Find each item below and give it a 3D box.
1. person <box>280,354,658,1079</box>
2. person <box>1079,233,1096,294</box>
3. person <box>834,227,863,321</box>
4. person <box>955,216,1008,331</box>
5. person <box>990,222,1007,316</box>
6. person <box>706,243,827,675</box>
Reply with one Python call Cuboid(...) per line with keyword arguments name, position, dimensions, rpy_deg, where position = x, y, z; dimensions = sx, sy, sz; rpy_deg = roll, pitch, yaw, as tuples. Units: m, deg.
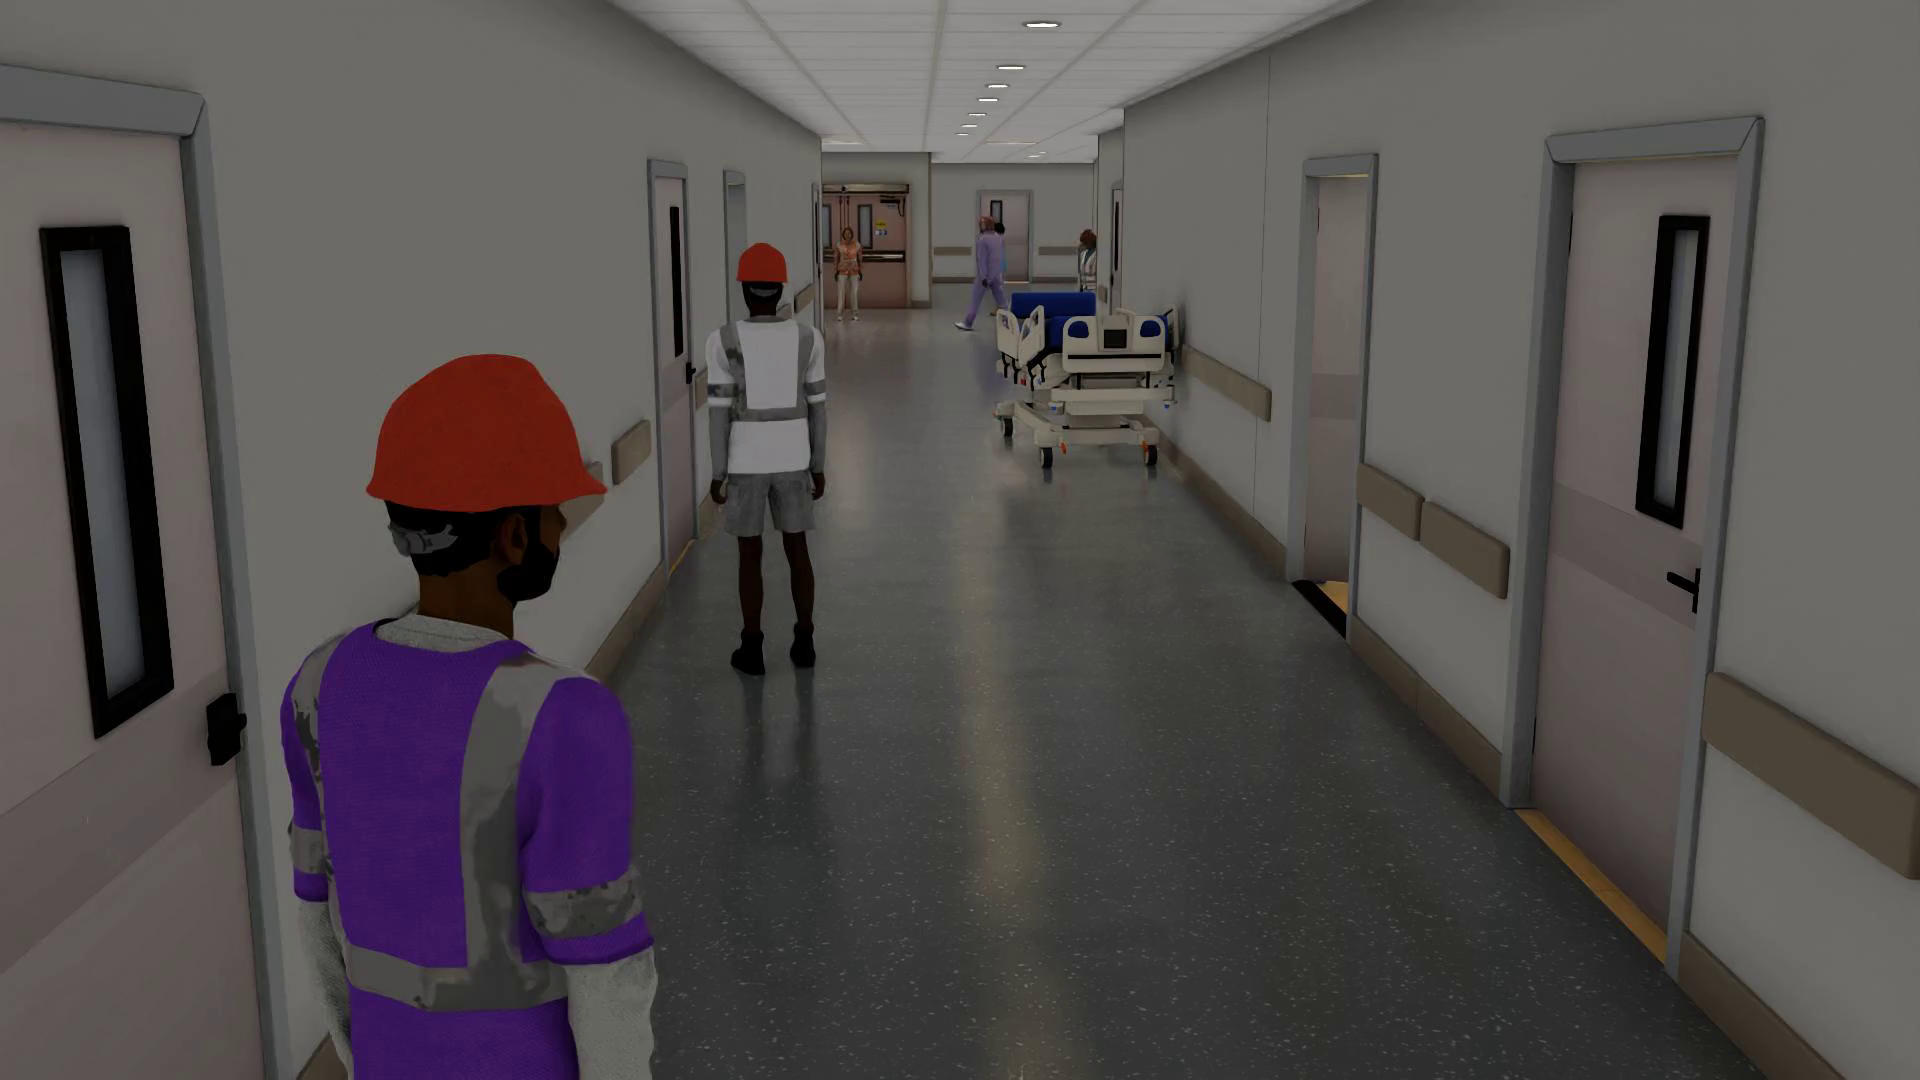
Cuboid(name="person", position=(-0.606, 0.725, 2.215), dimensions=(0.548, 1.936, 0.378), rpy_deg=(7, 13, 29))
Cuboid(name="person", position=(1.958, -3.727, 24.676), dimensions=(0.323, 1.630, 0.503), rpy_deg=(-7, 14, -31))
Cuboid(name="person", position=(-1.968, -4.685, 29.306), dimensions=(0.523, 1.638, 0.310), rpy_deg=(-3, 12, -12))
Cuboid(name="person", position=(0.436, -4.292, 26.880), dimensions=(1.011, 1.852, 0.643), rpy_deg=(9, 15, 39))
Cuboid(name="person", position=(0.702, -4.969, 30.545), dimensions=(0.317, 1.700, 0.538), rpy_deg=(0, 12, -1))
Cuboid(name="person", position=(-0.874, -0.362, 7.522), dimensions=(0.551, 1.935, 0.372), rpy_deg=(-4, 12, -20))
